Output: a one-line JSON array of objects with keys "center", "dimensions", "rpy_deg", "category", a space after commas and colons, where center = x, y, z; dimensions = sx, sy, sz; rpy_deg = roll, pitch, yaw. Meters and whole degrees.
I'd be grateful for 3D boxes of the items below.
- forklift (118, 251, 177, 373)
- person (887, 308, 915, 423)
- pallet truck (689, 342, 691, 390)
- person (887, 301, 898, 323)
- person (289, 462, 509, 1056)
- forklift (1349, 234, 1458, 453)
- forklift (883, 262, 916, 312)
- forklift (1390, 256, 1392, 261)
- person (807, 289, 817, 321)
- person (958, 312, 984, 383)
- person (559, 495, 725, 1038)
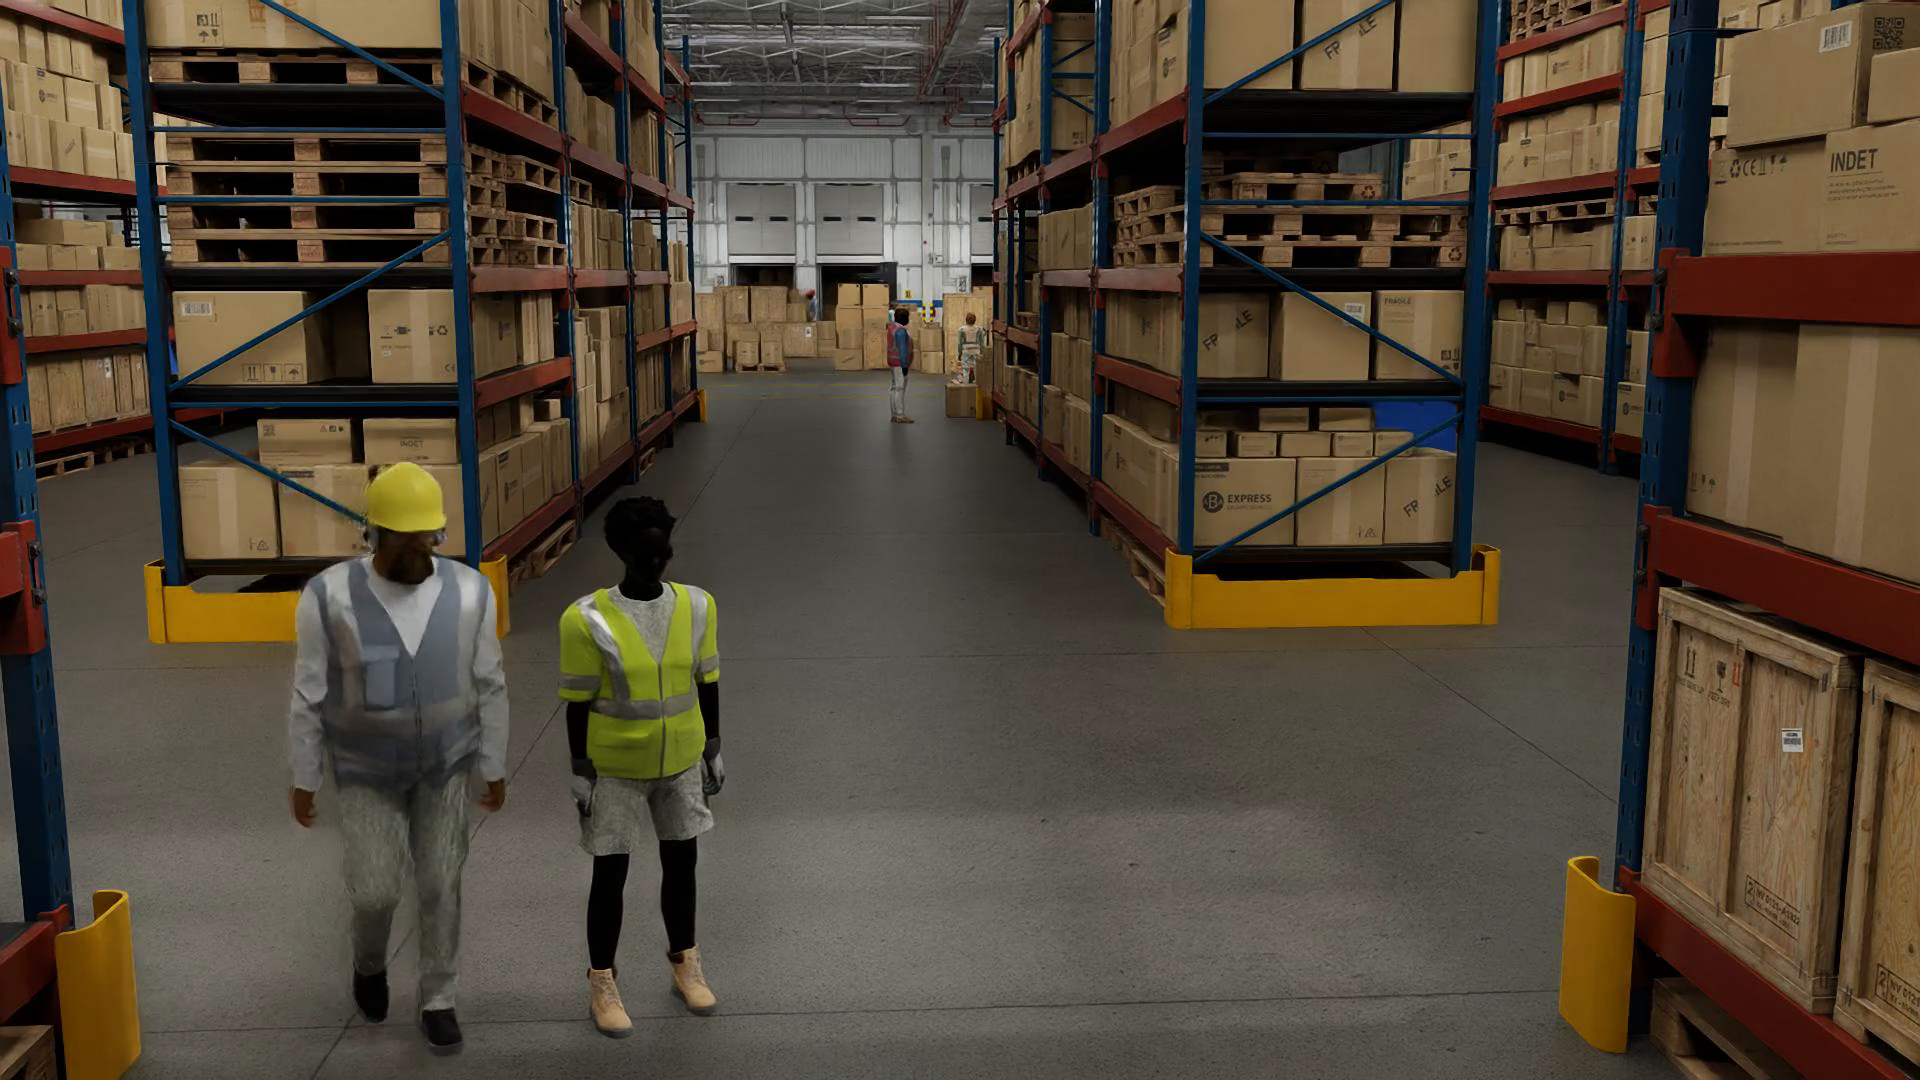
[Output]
[{"center": [-15.767, -4.185, 32.108], "dimensions": [1.129, 2.768, 1.873], "rpy_deg": [-1, 9, -4], "category": "forklift"}, {"center": [-0.946, -2.783, 26.577], "dimensions": [0.430, 1.838, 0.619], "rpy_deg": [-3, 10, -18], "category": "person"}, {"center": [-5.225, -3.008, 27.480], "dimensions": [1.885, 1.965, 0.823], "rpy_deg": [2, 9, 14], "category": "pallet truck"}, {"center": [-1.888, -5.858, 46.510], "dimensions": [0.315, 1.636, 0.515], "rpy_deg": [1, 9, 9], "category": "person"}, {"center": [-1.662, 0.664, 4.981], "dimensions": [0.634, 1.815, 0.486], "rpy_deg": [-6, 11, -31], "category": "person"}, {"center": [5.072, -2.175, 19.484], "dimensions": [1.129, 2.768, 1.873], "rpy_deg": [-1, 9, -4], "category": "forklift"}, {"center": [-2.427, -8.331, 58.140], "dimensions": [1.873, 2.768, 1.129], "rpy_deg": [-3, 9, -16], "category": "forklift"}, {"center": [10.374, -5.582, 40.879], "dimensions": [1.129, 2.768, 1.873], "rpy_deg": [-1, 9, -4], "category": "forklift"}, {"center": [-5.248, -7.651, 57.024], "dimensions": [0.715, 1.892, 0.377], "rpy_deg": [4, 10, 21], "category": "person"}, {"center": [0.216, -3.585, 32.225], "dimensions": [0.511, 1.640, 0.308], "rpy_deg": [0, 9, -2], "category": "person"}, {"center": [-0.984, 0.695, 5.201], "dimensions": [0.536, 1.692, 0.319], "rpy_deg": [-6, 11, -33], "category": "person"}]
